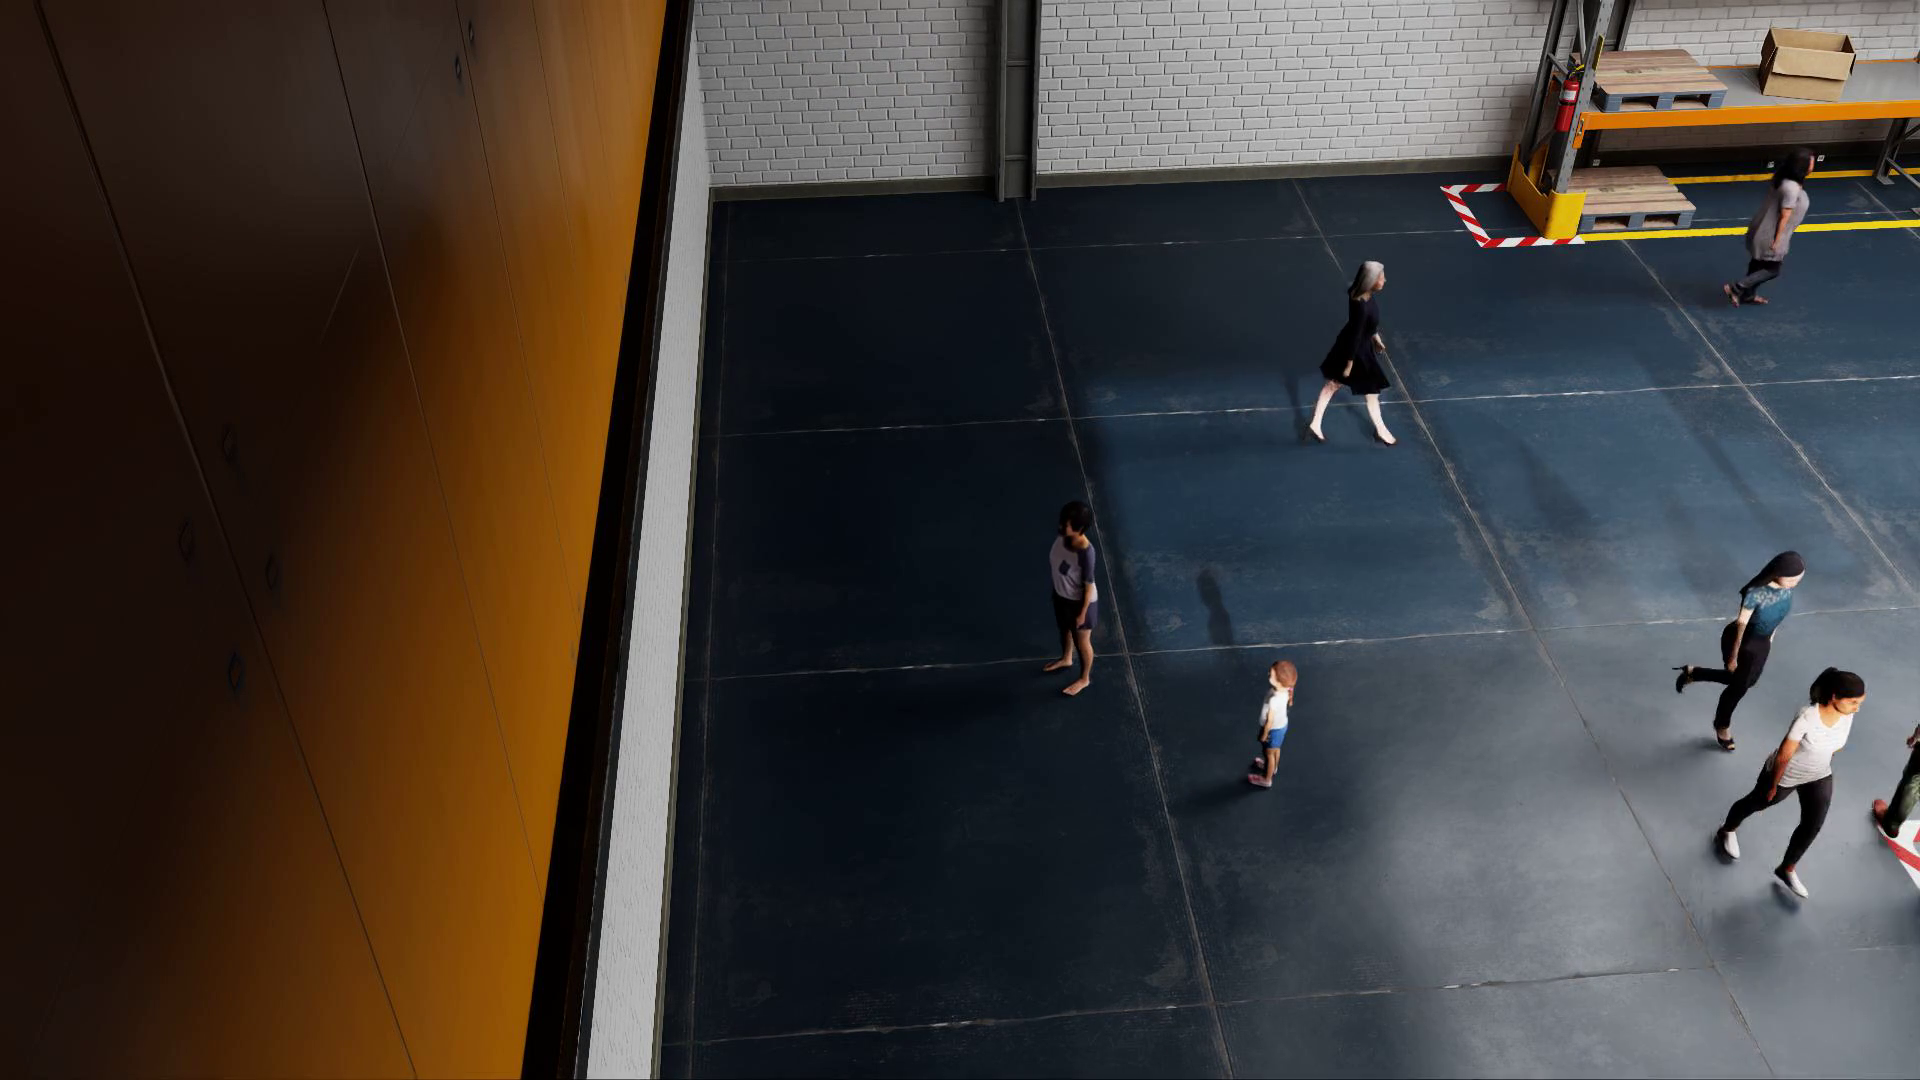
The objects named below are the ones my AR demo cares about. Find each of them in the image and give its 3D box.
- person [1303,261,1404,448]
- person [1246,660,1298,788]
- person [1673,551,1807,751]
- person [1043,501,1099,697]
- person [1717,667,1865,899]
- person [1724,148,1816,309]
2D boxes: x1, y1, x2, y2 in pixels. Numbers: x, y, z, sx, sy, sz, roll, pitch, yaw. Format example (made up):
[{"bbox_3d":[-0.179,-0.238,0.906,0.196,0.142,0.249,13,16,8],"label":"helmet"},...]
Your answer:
[{"bbox_3d":[3.088,-1.484,13.456,1.069,1.717,0.696,3,39,3],"label":"person"},{"bbox_3d":[2.028,1.168,10.694,0.522,1.019,0.483,17,42,20],"label":"person"},{"bbox_3d":[5.034,0.648,10.797,0.889,1.703,0.878,-22,44,-25],"label":"person"},{"bbox_3d":[0.769,0.367,11.261,0.635,1.564,0.632,-17,42,-20],"label":"person"},{"bbox_3d":[4.976,1.341,10.004,0.844,1.611,0.740,-6,39,-8],"label":"person"},{"bbox_3d":[7.382,-2.852,15.267,0.787,1.595,0.664,1,39,2],"label":"person"}]
